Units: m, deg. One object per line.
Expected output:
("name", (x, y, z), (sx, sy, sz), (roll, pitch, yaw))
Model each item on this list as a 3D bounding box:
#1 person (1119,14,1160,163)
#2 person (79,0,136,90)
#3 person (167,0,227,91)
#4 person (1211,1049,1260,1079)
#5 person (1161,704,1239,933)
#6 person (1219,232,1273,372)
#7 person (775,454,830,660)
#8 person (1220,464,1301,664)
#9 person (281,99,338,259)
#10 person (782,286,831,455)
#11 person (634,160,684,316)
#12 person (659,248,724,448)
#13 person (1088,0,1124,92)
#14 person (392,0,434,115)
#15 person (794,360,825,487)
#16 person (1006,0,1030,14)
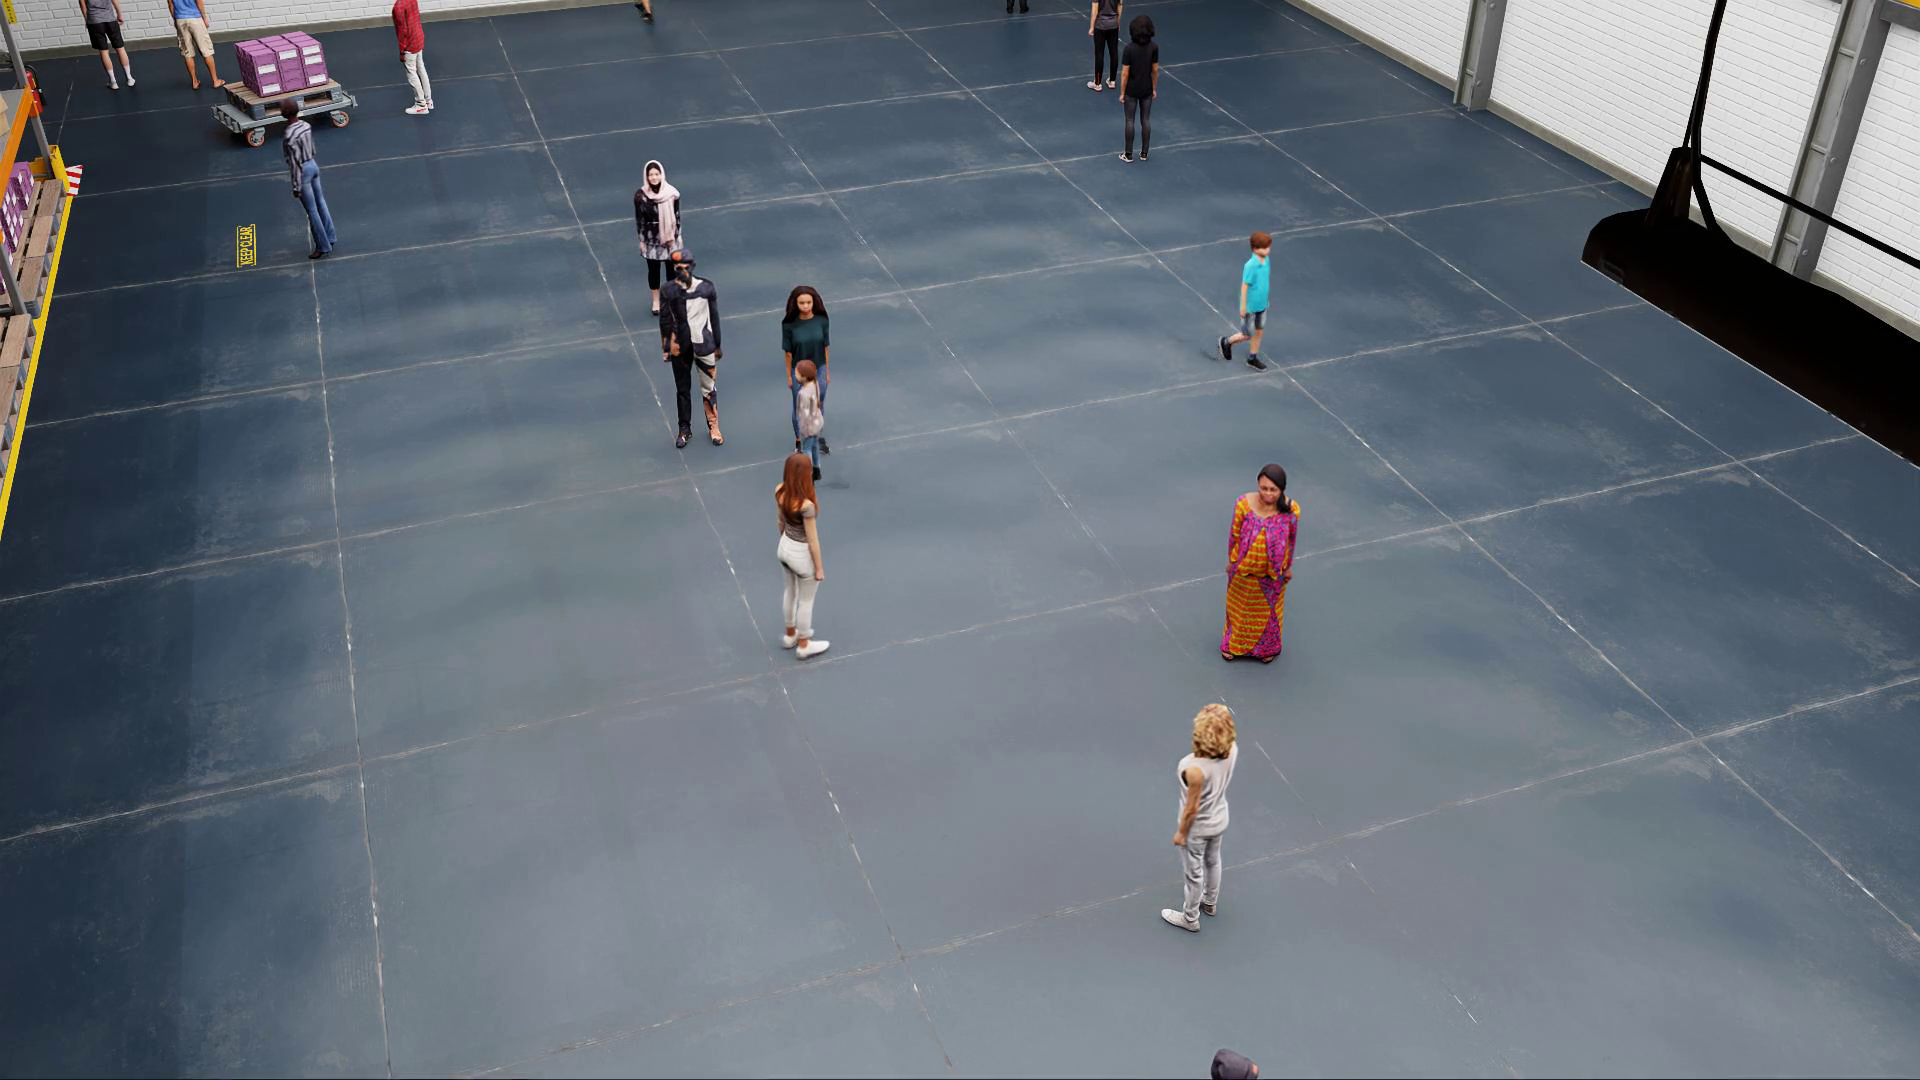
("person", (2.237, -5.650, 20.807), (0.659, 1.836, 0.571), (-7, 34, -10))
("person", (-11.957, -7.252, 23.185), (0.713, 1.871, 0.643), (-21, 39, -28))
("person", (-10.746, -7.244, 23.182), (0.686, 1.862, 0.611), (-5, 34, -8))
("person", (1.195, 3.019, 7.803), (0.753, 1.794, 0.631), (4, 34, 6))
("person", (1.463, 1.659, 9.960), (0.683, 1.671, 0.672), (26, 42, 34))
("person", (2.811, -2.341, 16.189), (0.689, 1.437, 0.819), (-29, 43, -36))
("person", (-1.197, 0.123, 12.230), (0.721, 1.716, 0.592), (-27, 42, -35))
("person", (2.216, 0.161, 12.205), (0.766, 1.681, 0.801), (5, 34, 7))
("person", (-7.210, -3.997, 18.357), (0.754, 1.796, 0.614), (3, 34, 4))
("person", (-1.352, -1.513, 14.781), (0.601, 1.617, 0.595), (-9, 35, -14))
("person", (-3.108, -3.151, 17.226), (0.615, 1.638, 0.604), (-12, 35, -18))
("person", (-2.386, -1.725, 14.854), (0.740, 1.890, 0.667), (-4, 34, -6))
("person", (2.036, -7.159, 23.141), (0.645, 1.764, 0.557), (-14, 36, -20))
("person", (-7.383, -6.679, 22.369), (0.819, 1.820, 0.705), (6, 34, 10))
("person", (-1.280, -1.027, 14.434), (0.645, 1.192, 0.571), (9, 35, 14))
("person", (0.902, -9.265, 26.274), (0.746, 1.805, 0.712), (4, 34, 5))
